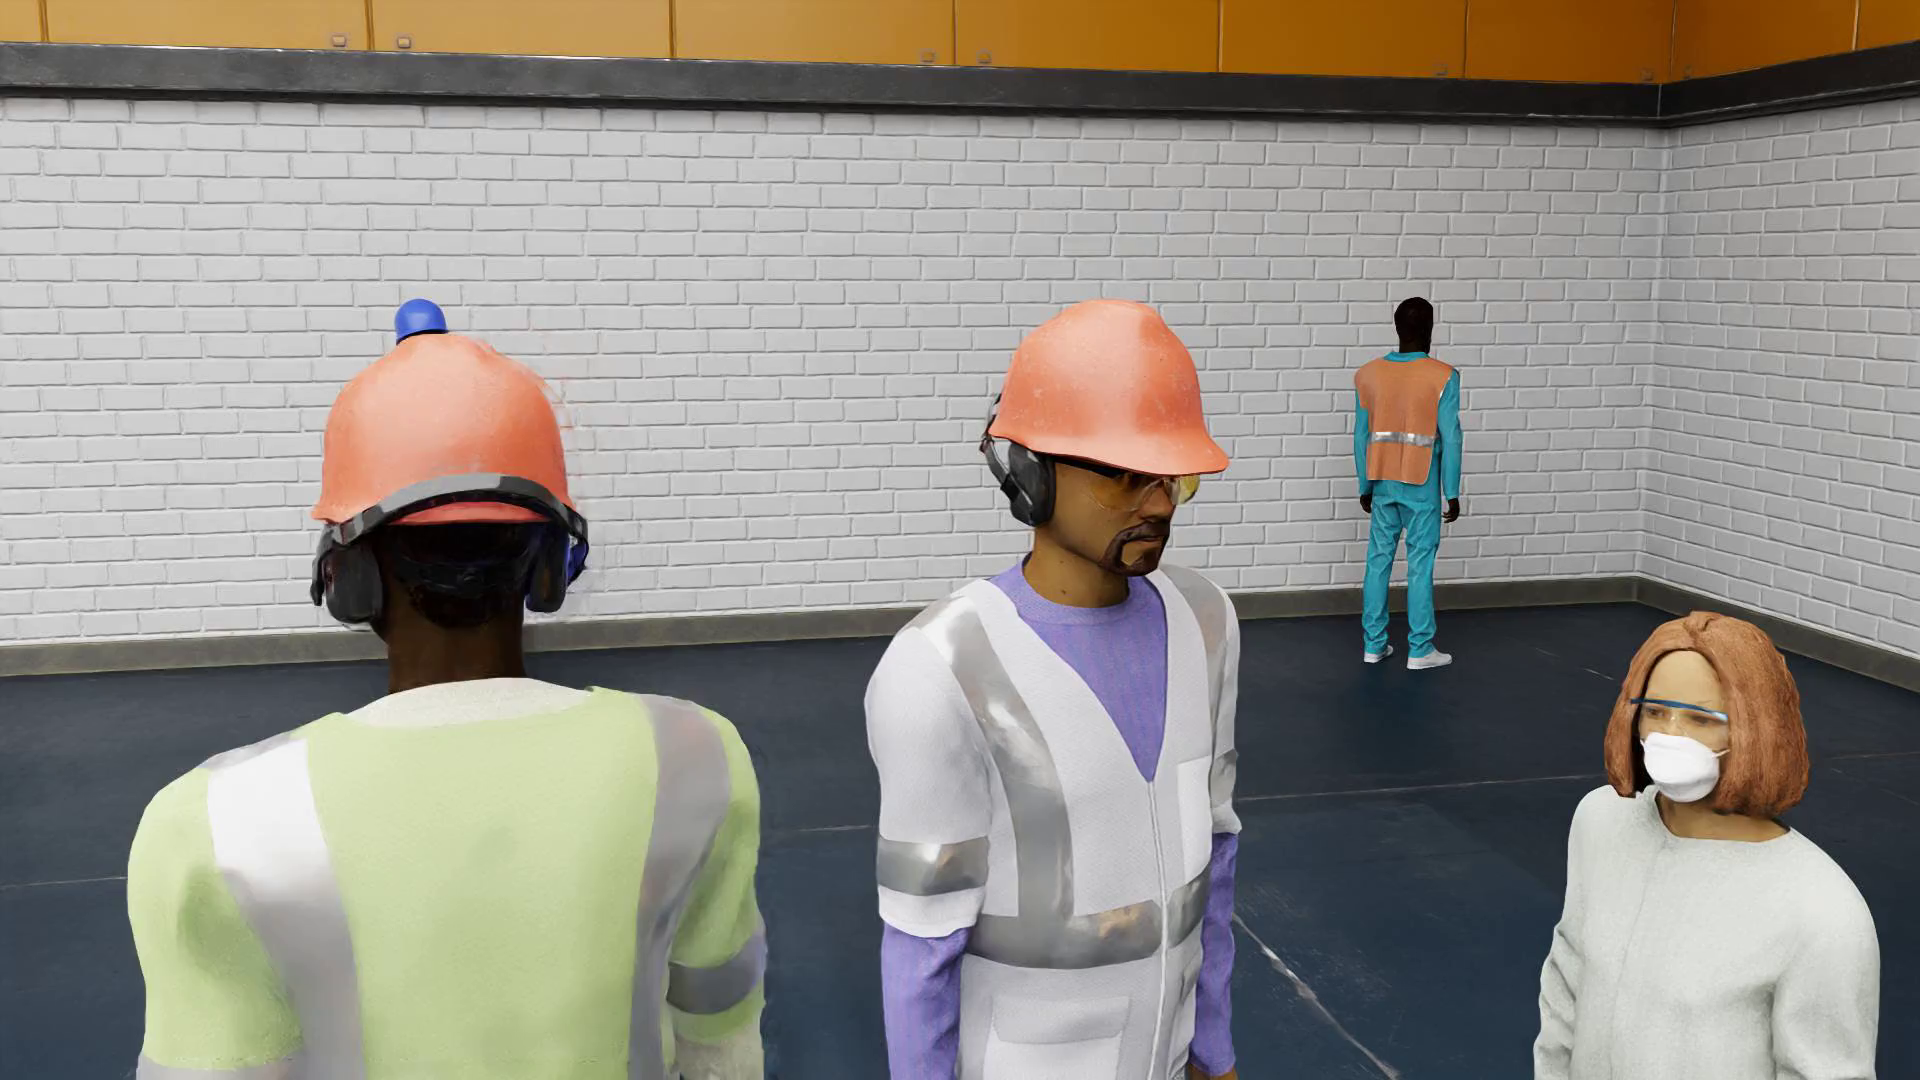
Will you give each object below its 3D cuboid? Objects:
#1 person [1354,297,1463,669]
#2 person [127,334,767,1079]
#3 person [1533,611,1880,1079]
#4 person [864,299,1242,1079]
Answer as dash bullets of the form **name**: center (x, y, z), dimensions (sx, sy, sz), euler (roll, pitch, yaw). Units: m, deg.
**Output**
- **person**: center (2.306, -0.289, 8.611), dimensions (0.593, 1.920, 0.391), euler (8, 12, 41)
- **person**: center (-0.535, 0.784, 1.824), dimensions (0.634, 1.994, 1.011), euler (-5, 11, -28)
- **person**: center (0.952, 0.897, 2.237), dimensions (0.274, 1.636, 0.507), euler (-4, 10, -21)
- **person**: center (0.168, 0.705, 2.224), dimensions (0.601, 2.036, 0.402), euler (-8, 12, -41)
